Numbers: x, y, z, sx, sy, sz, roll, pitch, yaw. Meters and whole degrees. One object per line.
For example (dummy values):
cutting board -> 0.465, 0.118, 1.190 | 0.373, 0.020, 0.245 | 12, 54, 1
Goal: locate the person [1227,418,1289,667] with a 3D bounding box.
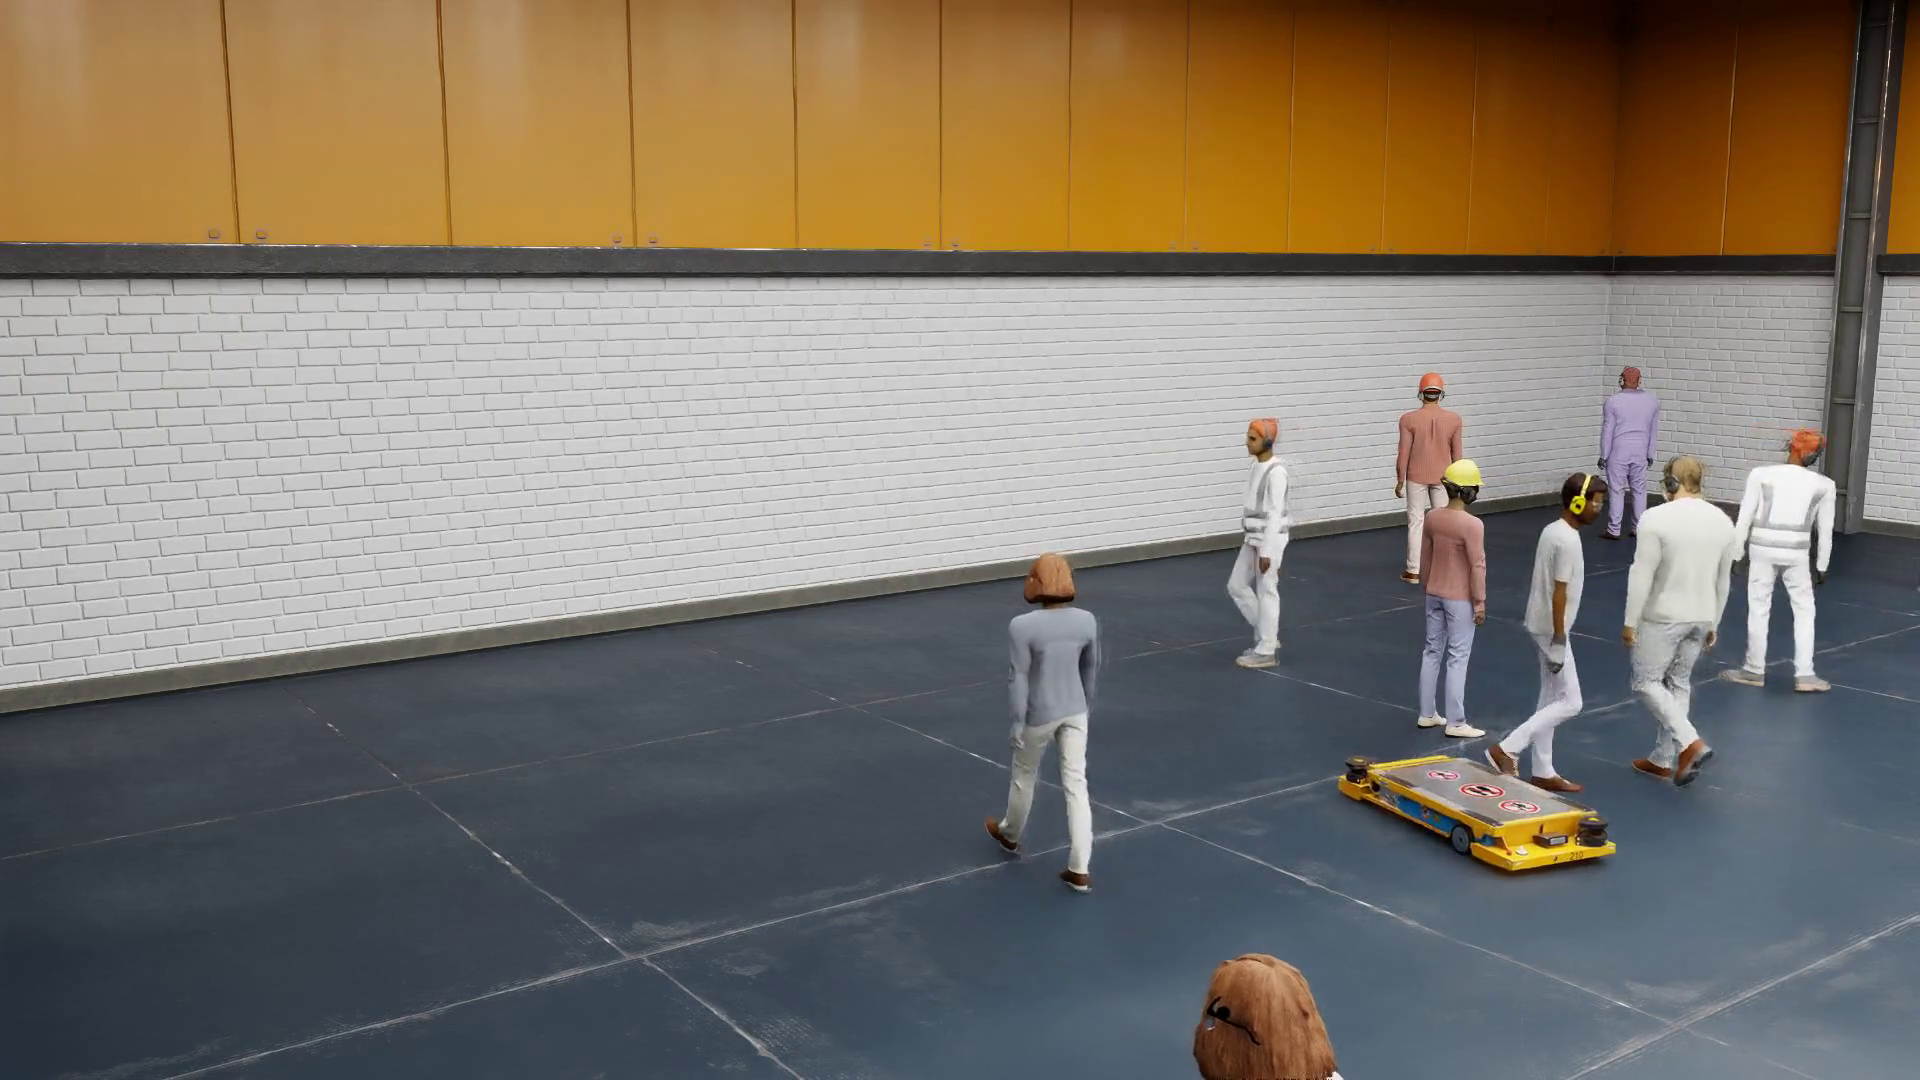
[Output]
person -> 2.218, 0.031, 12.320 | 0.414, 1.869, 0.615 | -1, 9, -9

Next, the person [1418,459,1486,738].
person -> 3.145, 0.368, 10.562 | 0.314, 1.767, 0.534 | -4, 10, -25

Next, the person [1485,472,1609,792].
person -> 3.318, 0.530, 9.346 | 0.518, 1.843, 0.561 | 1, 9, 8

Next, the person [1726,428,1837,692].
person -> 5.787, 0.148, 11.644 | 0.699, 1.861, 0.502 | 3, 10, 16

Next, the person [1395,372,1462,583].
person -> 4.419, -0.583, 15.719 | 0.619, 1.992, 0.396 | 0, 9, -1

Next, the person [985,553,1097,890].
person -> 0.423, 0.849, 8.122 | 0.527, 1.582, 0.856 | -4, 10, -25

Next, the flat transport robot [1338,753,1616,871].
flat transport robot -> 2.697, 1.397, 8.809 | 0.652, 0.197, 1.431 | -4, 10, -23

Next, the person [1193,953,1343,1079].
person -> 0.596, 1.619, 3.309 | 0.362, 1.638, 0.505 | 8, 12, 40

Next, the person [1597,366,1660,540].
person -> 7.298, -0.947, 18.238 | 0.644, 1.907, 0.399 | -1, 9, -6

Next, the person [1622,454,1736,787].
person -> 4.117, 0.483, 9.421 | 0.681, 1.906, 0.630 | -3, 10, -17
